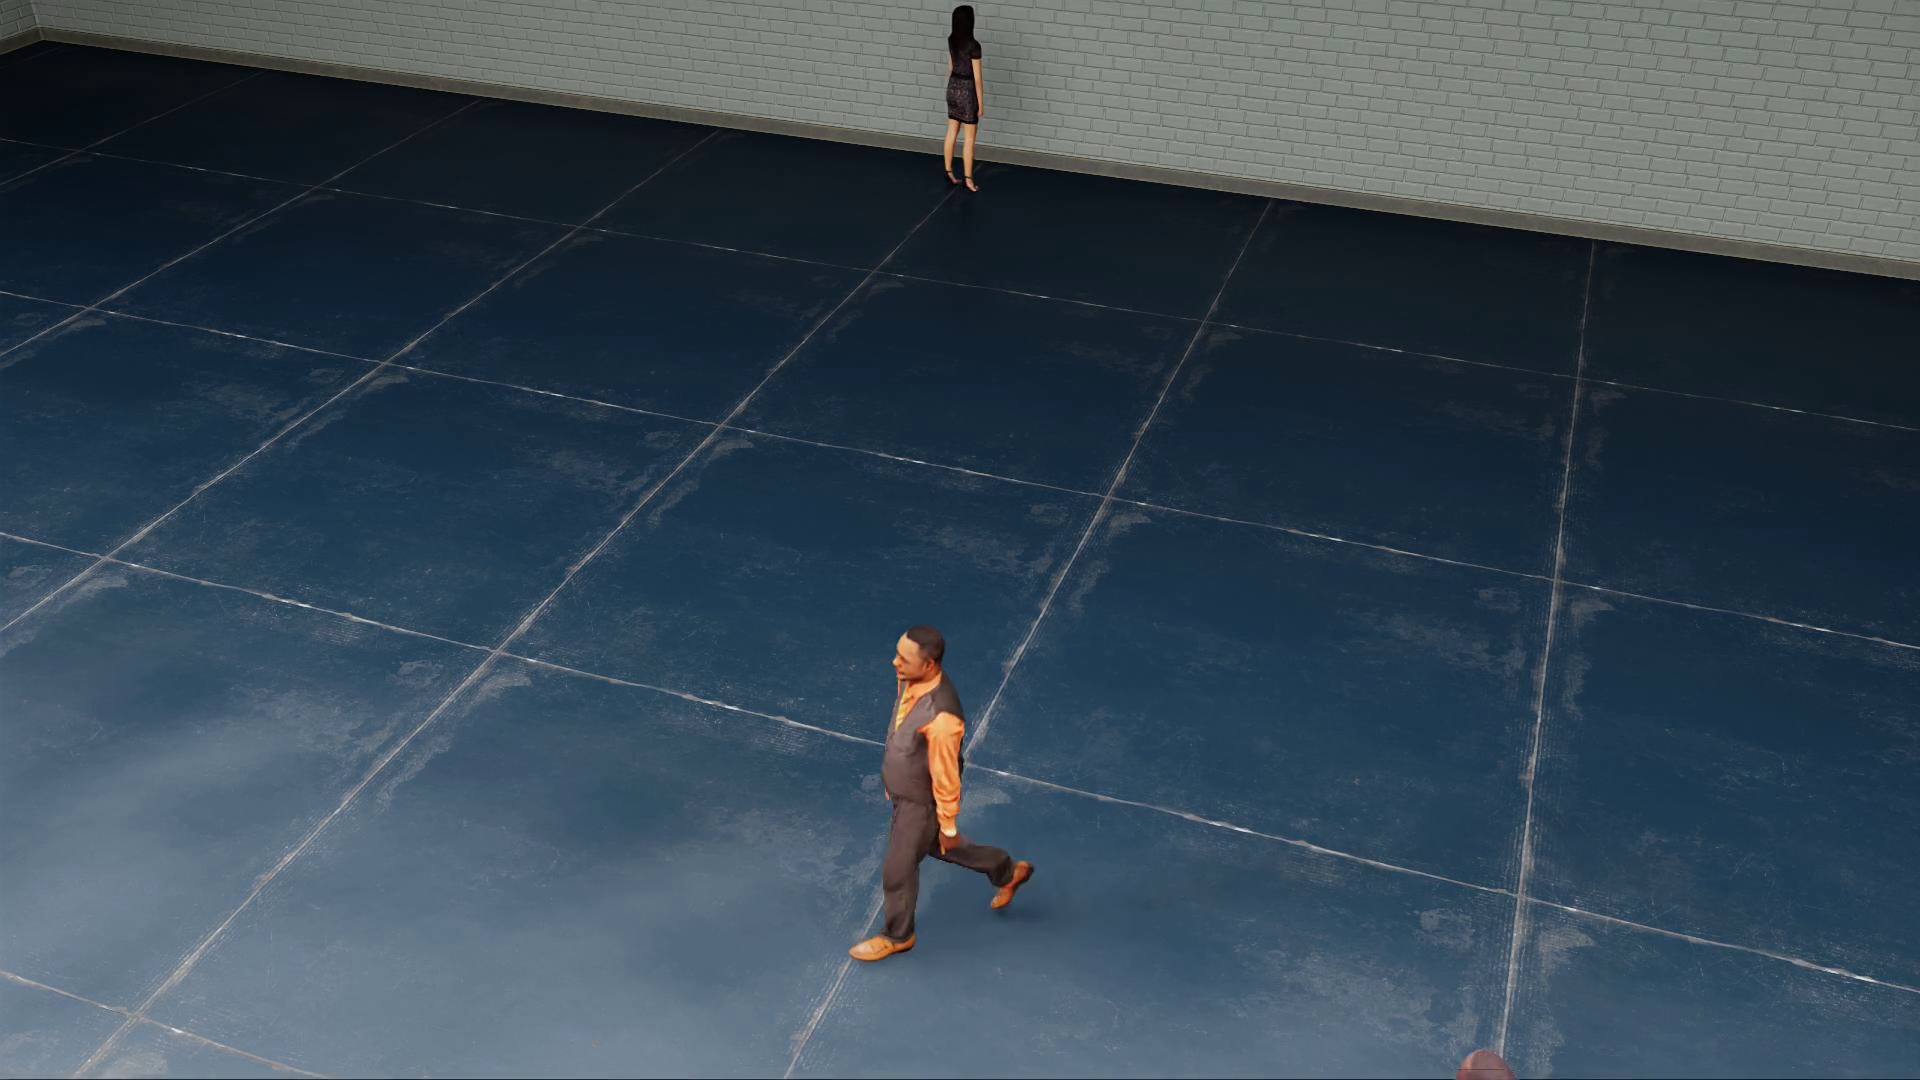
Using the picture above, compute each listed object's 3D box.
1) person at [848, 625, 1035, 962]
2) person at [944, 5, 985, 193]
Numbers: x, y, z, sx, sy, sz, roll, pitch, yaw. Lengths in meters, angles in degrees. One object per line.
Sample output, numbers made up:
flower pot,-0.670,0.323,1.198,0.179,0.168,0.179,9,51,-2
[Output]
person,-0.066,1.146,7.647,1.157,1.879,1.223,-7,34,-11
person,0.021,-4.239,16.010,0.644,1.788,0.650,-28,43,-36
